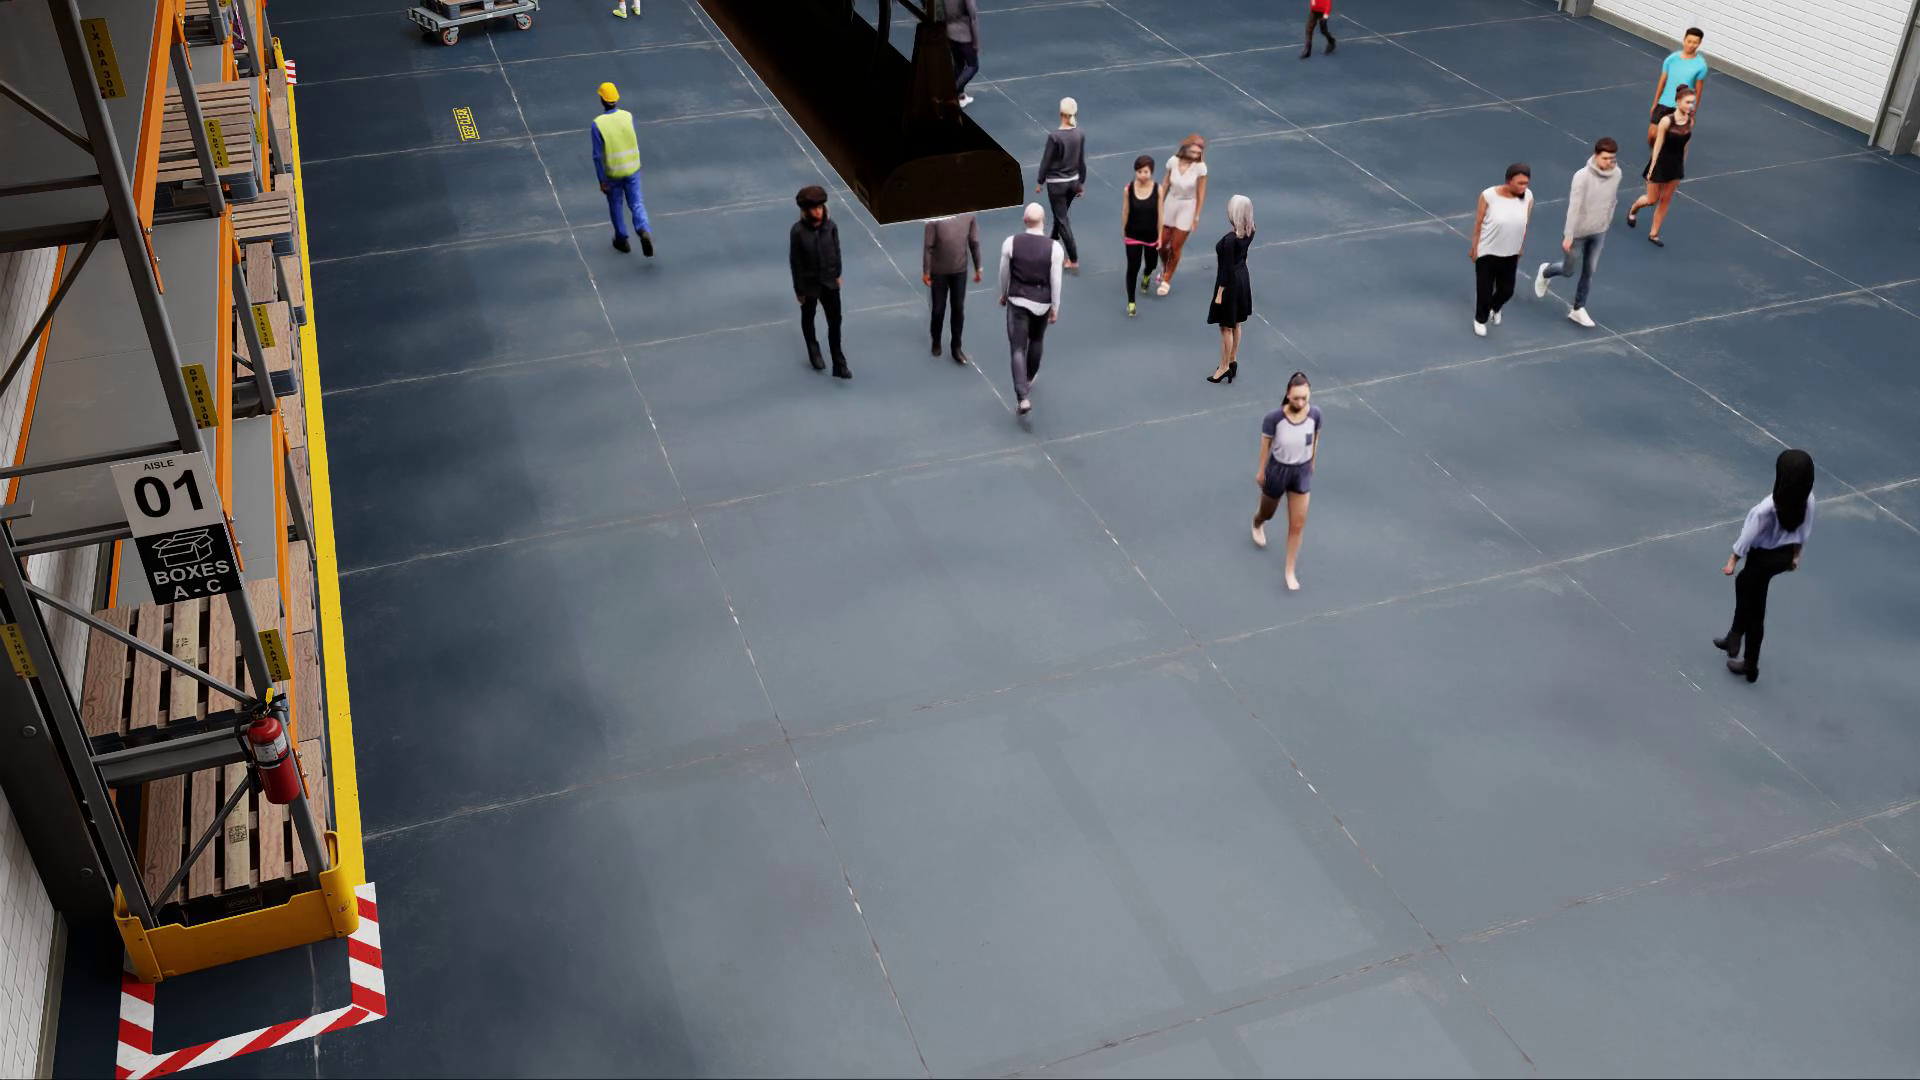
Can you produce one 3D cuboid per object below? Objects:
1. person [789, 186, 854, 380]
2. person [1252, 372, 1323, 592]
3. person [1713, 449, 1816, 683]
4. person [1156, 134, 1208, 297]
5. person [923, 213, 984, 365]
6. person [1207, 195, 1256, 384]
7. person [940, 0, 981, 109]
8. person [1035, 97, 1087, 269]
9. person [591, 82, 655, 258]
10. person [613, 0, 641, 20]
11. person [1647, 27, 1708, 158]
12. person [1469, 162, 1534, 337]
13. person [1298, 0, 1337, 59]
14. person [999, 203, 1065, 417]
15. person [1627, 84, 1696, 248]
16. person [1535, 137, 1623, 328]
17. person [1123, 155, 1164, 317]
[{"bbox_3d":[-1.302,-2.334,14.800,0.667,1.752,0.897,-13,36,-19],"label":"person"},{"bbox_3d":[2.353,-0.502,12.170,0.786,1.612,1.100,-2,34,-3],"label":"person"},{"bbox_3d":[5.386,0.220,10.977,0.698,1.731,0.699,-15,36,-21],"label":"person"},{"bbox_3d":[2.164,-3.184,16.162,0.781,1.661,0.840,18,37,24],"label":"person"},{"bbox_3d":[-0.102,-2.470,14.994,0.669,1.763,0.718,-11,35,-16],"label":"person"},{"bbox_3d":[2.380,-2.206,14.613,0.744,1.746,0.704,20,38,27],"label":"person"},{"bbox_3d":[-0.037,-6.189,20.550,0.964,1.806,1.001,27,42,34],"label":"person"},{"bbox_3d":[1.069,-3.545,16.677,0.748,1.691,1.129,-18,37,-25],"label":"person"},{"bbox_3d":[-3.400,-3.713,16.833,0.759,1.797,1.002,-18,38,-25],"label":"person"},{"bbox_3d":[-4.898,-8.516,24.022,0.706,1.839,0.677,-25,41,-33],"label":"person"},{"bbox_3d":[7.993,-4.859,18.581,0.755,1.772,0.833,21,39,28],"label":"person"},{"bbox_3d":[5.003,-2.744,15.488,0.758,1.673,0.770,0,34,0],"label":"person"},{"bbox_3d":[4.914,-7.184,22.537,0.736,1.264,0.865,-24,41,-32],"label":"person"},{"bbox_3d":[0.590,-1.923,14.156,1.052,1.781,1.344,1,34,2],"label":"person"},{"bbox_3d":[7.266,-3.893,17.223,0.612,1.666,0.785,-8,34,-12],"label":"person"},{"bbox_3d":[5.817,-2.936,15.633,0.681,1.832,0.985,-13,36,-19],"label":"person"},{"bbox_3d":[1.763,-2.962,15.946,0.793,1.529,1.032,2,34,4],"label":"person"}]
